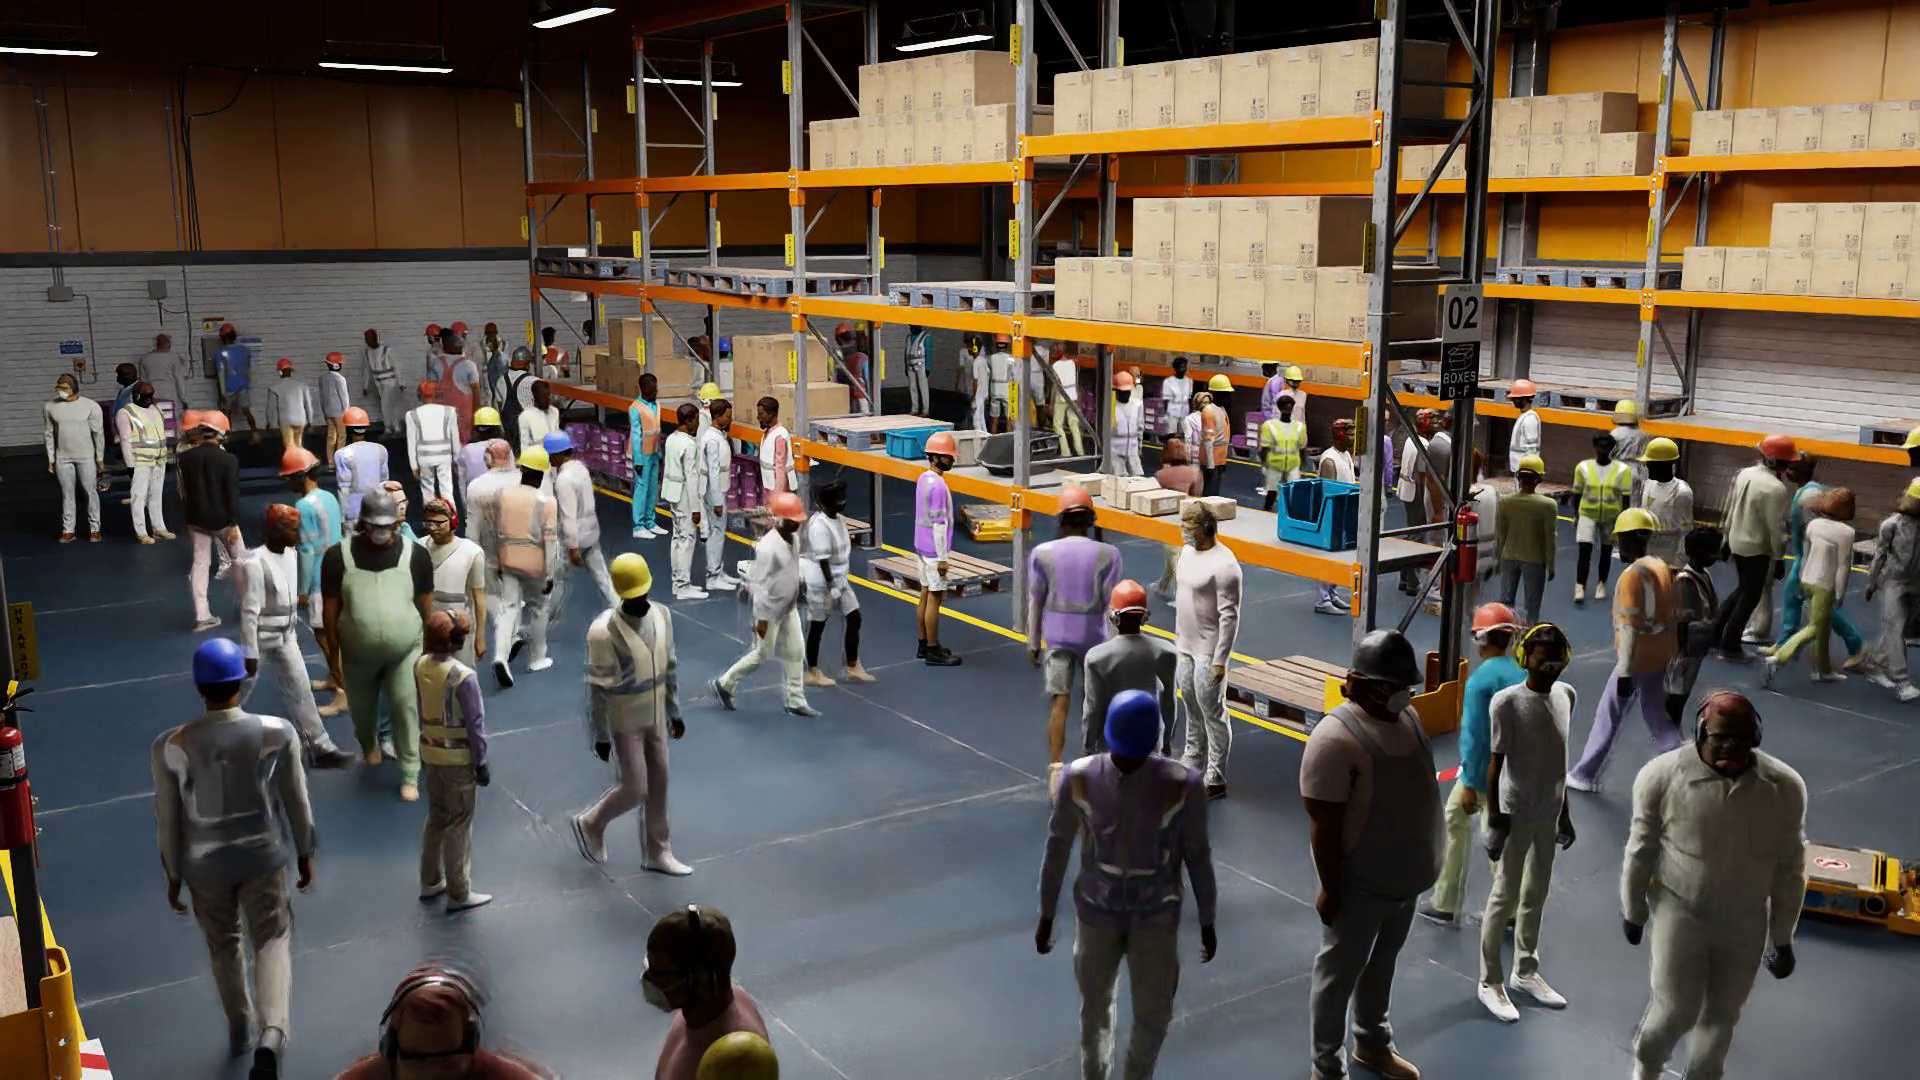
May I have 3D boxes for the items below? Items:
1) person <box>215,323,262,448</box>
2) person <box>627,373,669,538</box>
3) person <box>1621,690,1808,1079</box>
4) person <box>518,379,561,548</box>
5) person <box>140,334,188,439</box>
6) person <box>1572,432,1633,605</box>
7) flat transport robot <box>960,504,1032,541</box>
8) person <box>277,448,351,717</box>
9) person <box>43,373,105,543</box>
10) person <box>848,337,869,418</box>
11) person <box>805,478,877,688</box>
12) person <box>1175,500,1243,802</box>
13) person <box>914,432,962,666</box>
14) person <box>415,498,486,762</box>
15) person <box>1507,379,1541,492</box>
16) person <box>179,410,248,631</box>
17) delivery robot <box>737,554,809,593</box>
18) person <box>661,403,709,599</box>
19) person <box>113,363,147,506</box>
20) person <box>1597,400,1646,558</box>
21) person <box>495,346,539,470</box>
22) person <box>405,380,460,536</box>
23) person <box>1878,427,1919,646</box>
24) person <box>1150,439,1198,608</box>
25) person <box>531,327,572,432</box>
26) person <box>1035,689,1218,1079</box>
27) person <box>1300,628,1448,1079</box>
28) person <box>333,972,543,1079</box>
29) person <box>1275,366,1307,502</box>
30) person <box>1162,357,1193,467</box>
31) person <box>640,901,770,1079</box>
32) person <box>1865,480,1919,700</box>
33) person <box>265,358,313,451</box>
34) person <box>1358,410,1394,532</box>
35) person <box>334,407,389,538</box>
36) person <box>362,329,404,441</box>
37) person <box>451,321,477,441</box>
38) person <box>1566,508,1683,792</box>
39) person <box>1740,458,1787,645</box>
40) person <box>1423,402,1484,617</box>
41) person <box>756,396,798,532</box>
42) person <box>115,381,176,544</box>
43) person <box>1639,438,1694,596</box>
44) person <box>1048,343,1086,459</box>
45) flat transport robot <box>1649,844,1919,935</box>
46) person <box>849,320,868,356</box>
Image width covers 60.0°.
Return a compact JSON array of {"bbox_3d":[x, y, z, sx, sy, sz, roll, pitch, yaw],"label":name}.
[{"bbox_3d":[-11.573,-2.459,26.567,1.001,1.999,0.619,9,14,38],"label":"person"},{"bbox_3d":[-3.628,-0.973,19.188,0.393,1.911,0.584,3,11,15],"label":"person"},{"bbox_3d":[2.969,1.505,6.561,0.640,1.888,0.435,2,11,9],"label":"person"},{"bbox_3d":[-4.727,-0.864,18.644,0.808,1.895,0.600,5,12,23],"label":"person"},{"bbox_3d":[-12.229,-2.206,25.554,0.736,1.889,0.398,0,11,1],"label":"person"},{"bbox_3d":[6.099,-0.194,15.840,0.540,1.655,0.842,4,12,21],"label":"person"},{"bbox_3d":[0.407,-0.222,19.529,0.652,0.197,1.431,-1,11,-7],"label":"flat transport robot"},{"bbox_3d":[-4.813,0.288,12.569,0.586,1.987,0.808,-1,11,-3],"label":"person"},{"bbox_3d":[-10.031,-0.926,18.866,0.627,1.936,0.373,-2,11,-11],"label":"person"},{"bbox_3d":[-1.487,-2.218,25.723,0.429,1.840,0.632,-7,13,-31],"label":"person"},{"bbox_3d":[-0.936,0.352,12.968,0.657,1.673,0.542,5,12,23],"label":"person"},{"bbox_3d":[1.538,0.697,10.561,0.370,1.934,0.627,-4,12,-21],"label":"person"},{"bbox_3d":[-0.187,0.070,13.769,0.375,1.934,0.547,-3,11,-14],"label":"person"},{"bbox_3d":[-3.436,0.613,11.248,0.566,1.836,0.382,4,12,21],"label":"person"},{"bbox_3d":[6.119,-0.783,18.131,0.375,1.934,0.548,3,11,13],"label":"person"},{"bbox_3d":[-6.724,-0.203,15.111,0.621,1.952,0.885,1,11,8],"label":"person"},{"bbox_3d":[-1.763,0.291,15.937,0.707,0.478,0.477,-6,13,-30],"label":"delivery robot"},{"bbox_3d":[-2.670,-0.373,16.115,0.410,1.908,0.594,-6,12,-27],"label":"person"},{"bbox_3d":[-10.557,-1.341,21.231,0.429,1.840,0.635,-10,15,-43],"label":"person"},{"bbox_3d":[7.144,-0.668,18.124,0.495,1.713,0.742,-6,12,-27],"label":"person"},{"bbox_3d":[-5.627,-1.498,21.517,0.684,2.000,0.536,4,12,21],"label":"person"},{"bbox_3d":[-5.978,-0.895,18.952,0.582,1.854,0.870,-4,12,-19],"label":"person"},{"bbox_3d":[8.256,-0.023,14.297,0.446,1.913,0.634,9,14,37],"label":"person"},{"bbox_3d":[1.963,-0.170,15.859,0.502,1.600,0.795,-7,13,-33],"label":"person"},{"bbox_3d":[-6.518,-2.436,26.621,0.672,1.919,0.680,-1,11,-3],"label":"person"},{"bbox_3d":[0.660,1.485,6.591,0.729,1.903,0.531,2,11,12],"label":"person"},{"bbox_3d":[1.751,1.354,6.921,0.690,2.000,0.538,-10,15,-42],"label":"person"},{"bbox_3d":[-1.319,1.982,4.205,0.658,1.848,0.993,-1,11,-5],"label":"person"},{"bbox_3d":[4.299,-1.373,21.584,0.533,1.767,0.322,-7,13,-32],"label":"person"},{"bbox_3d":[3.139,-1.802,24.005,0.546,1.684,0.369,-5,12,-24],"label":"person"},{"bbox_3d":[-0.646,1.889,4.485,0.372,1.932,0.624,-3,11,-14],"label":"person"},{"bbox_3d":[7.328,0.379,12.787,0.501,1.692,0.873,-2,11,-8],"label":"person"},{"bbox_3d":[-9.378,-1.664,23.187,0.777,1.716,0.582,10,15,42],"label":"person"},{"bbox_3d":[4.475,-0.597,17.925,0.308,1.644,0.514,-5,12,-25],"label":"person"},{"bbox_3d":[-5.590,-0.276,15.530,0.362,1.935,0.553,8,14,35],"label":"person"},{"bbox_3d":[-9.553,-2.565,27.494,0.603,1.836,0.748,5,12,25],"label":"person"},{"bbox_3d":[-8.116,-2.585,27.232,0.423,1.979,0.640,1,11,8],"label":"person"},{"bbox_3d":[4.298,0.743,10.534,0.889,1.874,0.667,9,15,40],"label":"person"},{"bbox_3d":[6.986,0.090,14.434,0.322,1.632,0.527,2,11,8],"label":"person"},{"bbox_3d":[4.608,-0.319,15.484,0.536,2.000,0.681,9,14,38],"label":"person"},{"bbox_3d":[-1.837,-0.493,16.730,0.387,1.908,0.599,-4,12,-18],"label":"person"},{"bbox_3d":[-9.227,-0.882,18.893,0.429,1.839,0.621,3,12,17],"label":"person"},{"bbox_3d":[5.680,0.122,13.526,0.379,1.922,0.592,-2,11,-10],"label":"person"},{"bbox_3d":[1.628,-2.092,25.203,0.428,1.801,0.754,10,15,41],"label":"person"},{"bbox_3d":[4.514,1.817,9.095,1.431,0.197,0.652,6,13,29],"label":"flat transport robot"},{"bbox_3d":[-1.776,-3.051,30.042,0.599,1.824,0.403,8,13,34],"label":"person"}]
